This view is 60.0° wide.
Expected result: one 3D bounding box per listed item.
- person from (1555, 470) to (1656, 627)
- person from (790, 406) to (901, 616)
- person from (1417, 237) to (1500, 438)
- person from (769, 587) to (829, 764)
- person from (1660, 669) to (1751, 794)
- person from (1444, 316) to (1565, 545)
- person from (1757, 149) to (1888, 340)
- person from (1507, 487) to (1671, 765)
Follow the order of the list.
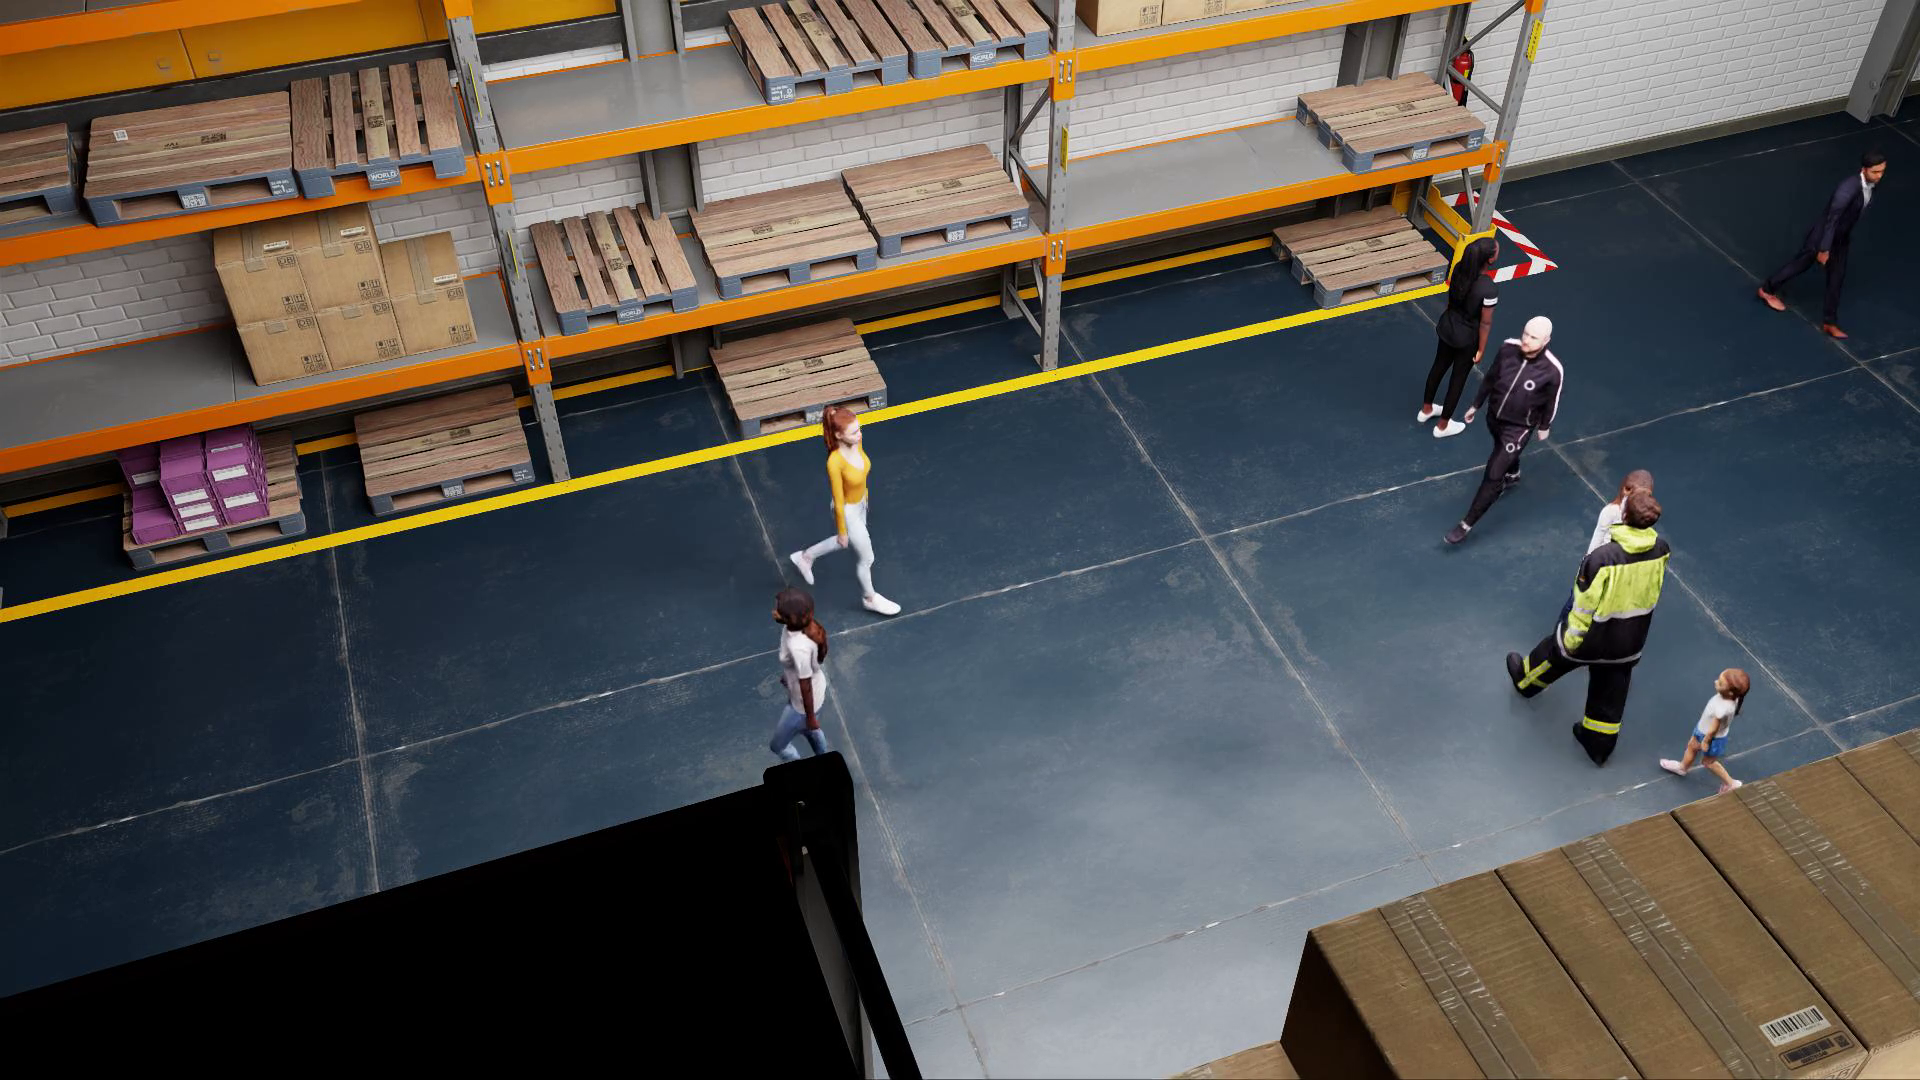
[{"bbox_3d":[4.253,0.134,10.884,0.513,1.557,0.638,-6,44,-6],"label":"person"},{"bbox_3d":[-0.812,-0.195,11.103,1.109,1.732,0.979,13,45,13],"label":"person"},{"bbox_3d":[3.766,-1.541,12.518,0.614,1.729,0.635,-22,48,-22],"label":"person"},{"bbox_3d":[-0.860,0.926,9.942,0.700,1.709,0.675,-5,44,-5],"label":"person"},{"bbox_3d":[4.663,1.180,10.184,0.711,1.008,0.681,23,48,22],"label":"person"},{"bbox_3d":[3.949,-0.868,11.777,1.336,1.776,0.932,-28,50,-26],"label":"person"},{"bbox_3d":[7.019,-2.507,13.576,1.104,1.667,0.840,-25,49,-24],"label":"person"},{"bbox_3d":[3.979,0.591,10.132,1.087,1.934,0.887,-12,45,-13],"label":"person"}]
